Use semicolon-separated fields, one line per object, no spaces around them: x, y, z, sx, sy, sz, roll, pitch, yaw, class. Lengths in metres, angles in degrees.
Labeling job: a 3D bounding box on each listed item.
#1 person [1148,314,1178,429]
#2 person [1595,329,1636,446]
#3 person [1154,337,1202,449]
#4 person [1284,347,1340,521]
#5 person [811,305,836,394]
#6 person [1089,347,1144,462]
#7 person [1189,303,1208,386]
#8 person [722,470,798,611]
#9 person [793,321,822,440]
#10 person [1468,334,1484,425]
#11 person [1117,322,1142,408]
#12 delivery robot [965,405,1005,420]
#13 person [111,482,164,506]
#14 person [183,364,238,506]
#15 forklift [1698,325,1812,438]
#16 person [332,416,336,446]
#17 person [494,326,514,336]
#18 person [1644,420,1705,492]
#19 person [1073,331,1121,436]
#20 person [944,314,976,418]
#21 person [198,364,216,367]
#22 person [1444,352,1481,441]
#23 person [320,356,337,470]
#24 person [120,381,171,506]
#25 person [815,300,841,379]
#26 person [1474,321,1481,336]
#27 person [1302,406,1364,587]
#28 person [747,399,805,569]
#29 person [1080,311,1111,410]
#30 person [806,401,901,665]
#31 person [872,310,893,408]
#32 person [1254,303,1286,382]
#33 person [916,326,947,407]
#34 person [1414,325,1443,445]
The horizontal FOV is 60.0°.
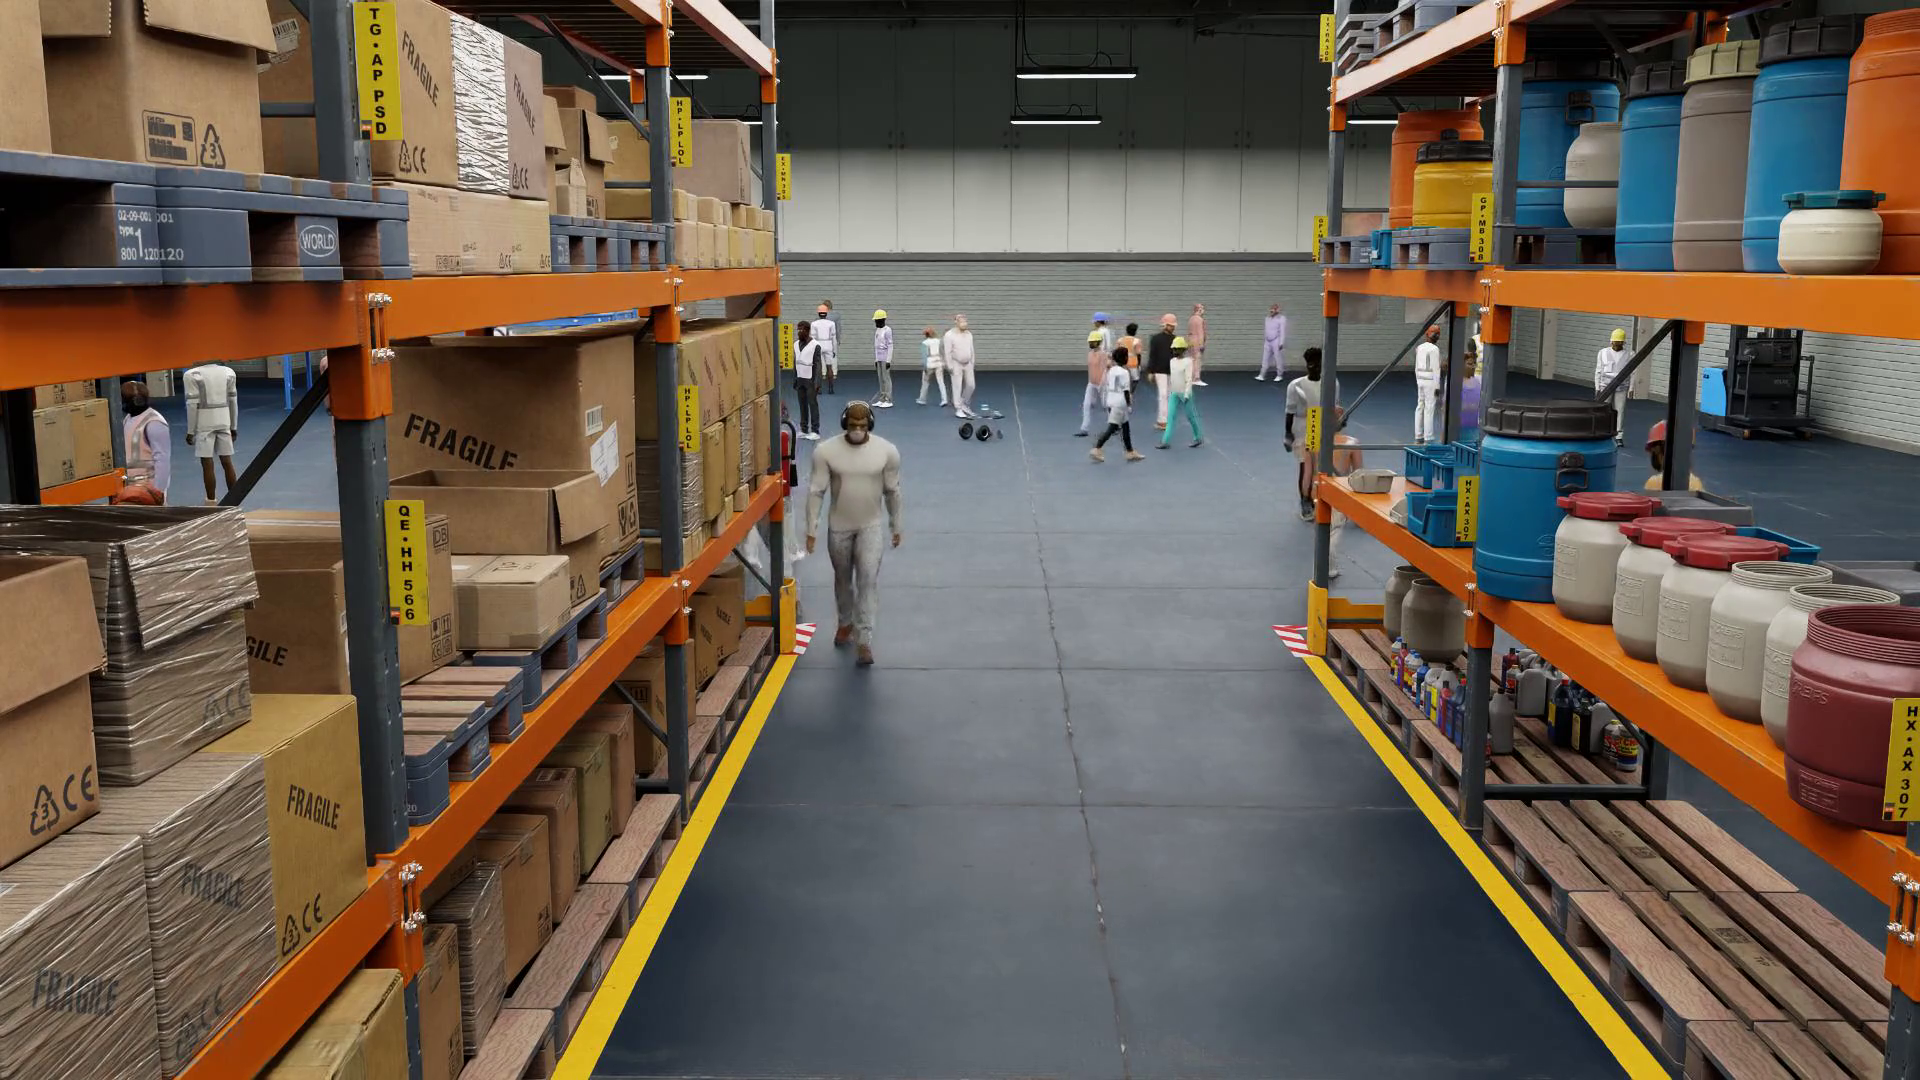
3.591;-2.844;28.281;0.650;1.965;0.809;-5;11;-29;person
10.218;-2.381;25.963;0.588;1.823;0.403;3;10;20;person
3.413;-2.262;25.568;0.923;1.716;0.531;-7;12;-36;person
3.909;-1.196;18.544;0.640;1.934;0.650;-2;10;-11;person
-2.977;-4.153;36.234;0.551;1.934;0.373;-2;10;-10;person
2.241;-1.948;23.863;0.863;1.658;0.539;-2;10;-14;person
5.552;-4.539;38.676;0.406;1.915;0.650;-2;10;-12;person
-1.762;-0.356;13.611;1.033;1.888;0.631;7;12;35;person
-2.472;-2.594;26.956;0.597;1.915;0.370;8;13;41;person
9.216;-2.932;29.225;0.619;1.838;0.430;-3;10;-16;person
3.296;-3.418;32.560;0.569;1.678;0.390;5;11;28;person
0.409;-2.081;27.025;0.698;0.223;0.335;-8;12;-39;delivery robot
-3.606;0.676;7.464;0.583;1.882;0.337;0;9;-3;person
-8.437;-1.288;18.739;0.357;2.047;0.614;6;11;33;person
13.248;-3.165;27.620;1.129;2.768;1.873;0;9;1;forklift
-6.026;-0.885;16.779;0.553;1.909;0.912;-1;10;-9;person
-8.457;-3.189;30.278;1.043;2.000;0.696;4;10;21;person
4.364;0.217;10.212;0.581;1.882;0.614;-6;11;-32;person
2.310;-2.590;27.477;0.869;1.729;0.526;-7;12;-35;person
0.023;-3.214;30.718;0.671;1.901;0.464;-7;12;-35;person
-13.440;-3.016;29.661;0.312;1.865;0.515;1;10;7;person
5.881;-1.318;19.615;0.578;1.822;0.843;-5;11;-26;person
-8.308;-1.860;22.591;0.648;1.907;0.409;-1;10;-6;person
-7.061;-0.456;14.382;0.633;1.839;0.429;8;12;40;person
-3.246;-4.948;41.005;0.627;1.934;0.372;-1;9;-3;person
11.702;-4.267;37.218;0.442;1.834;0.543;-6;11;-33;person
3.297;-0.389;14.715;0.534;1.594;0.870;6;11;31;person
-1.767;-0.542;15.632;0.506;1.592;0.845;4;10;22;person
2.820;-3.472;32.239;0.917;1.919;0.614;2;10;14;person
-0.771;-0.091;12.117;0.675;1.876;1.060;-1;9;-3;person
-1.533;-3.574;32.800;0.376;1.922;0.594;-5;11;-26;person
7.467;-4.719;39.807;0.822;1.867;0.671;-8;12;-40;person
-0.549;-3.450;33.070;0.515;1.586;0.907;-7;12;-35;person
7.316;-2.412;25.951;0.356;1.887;0.572;-3;10;-16;person
